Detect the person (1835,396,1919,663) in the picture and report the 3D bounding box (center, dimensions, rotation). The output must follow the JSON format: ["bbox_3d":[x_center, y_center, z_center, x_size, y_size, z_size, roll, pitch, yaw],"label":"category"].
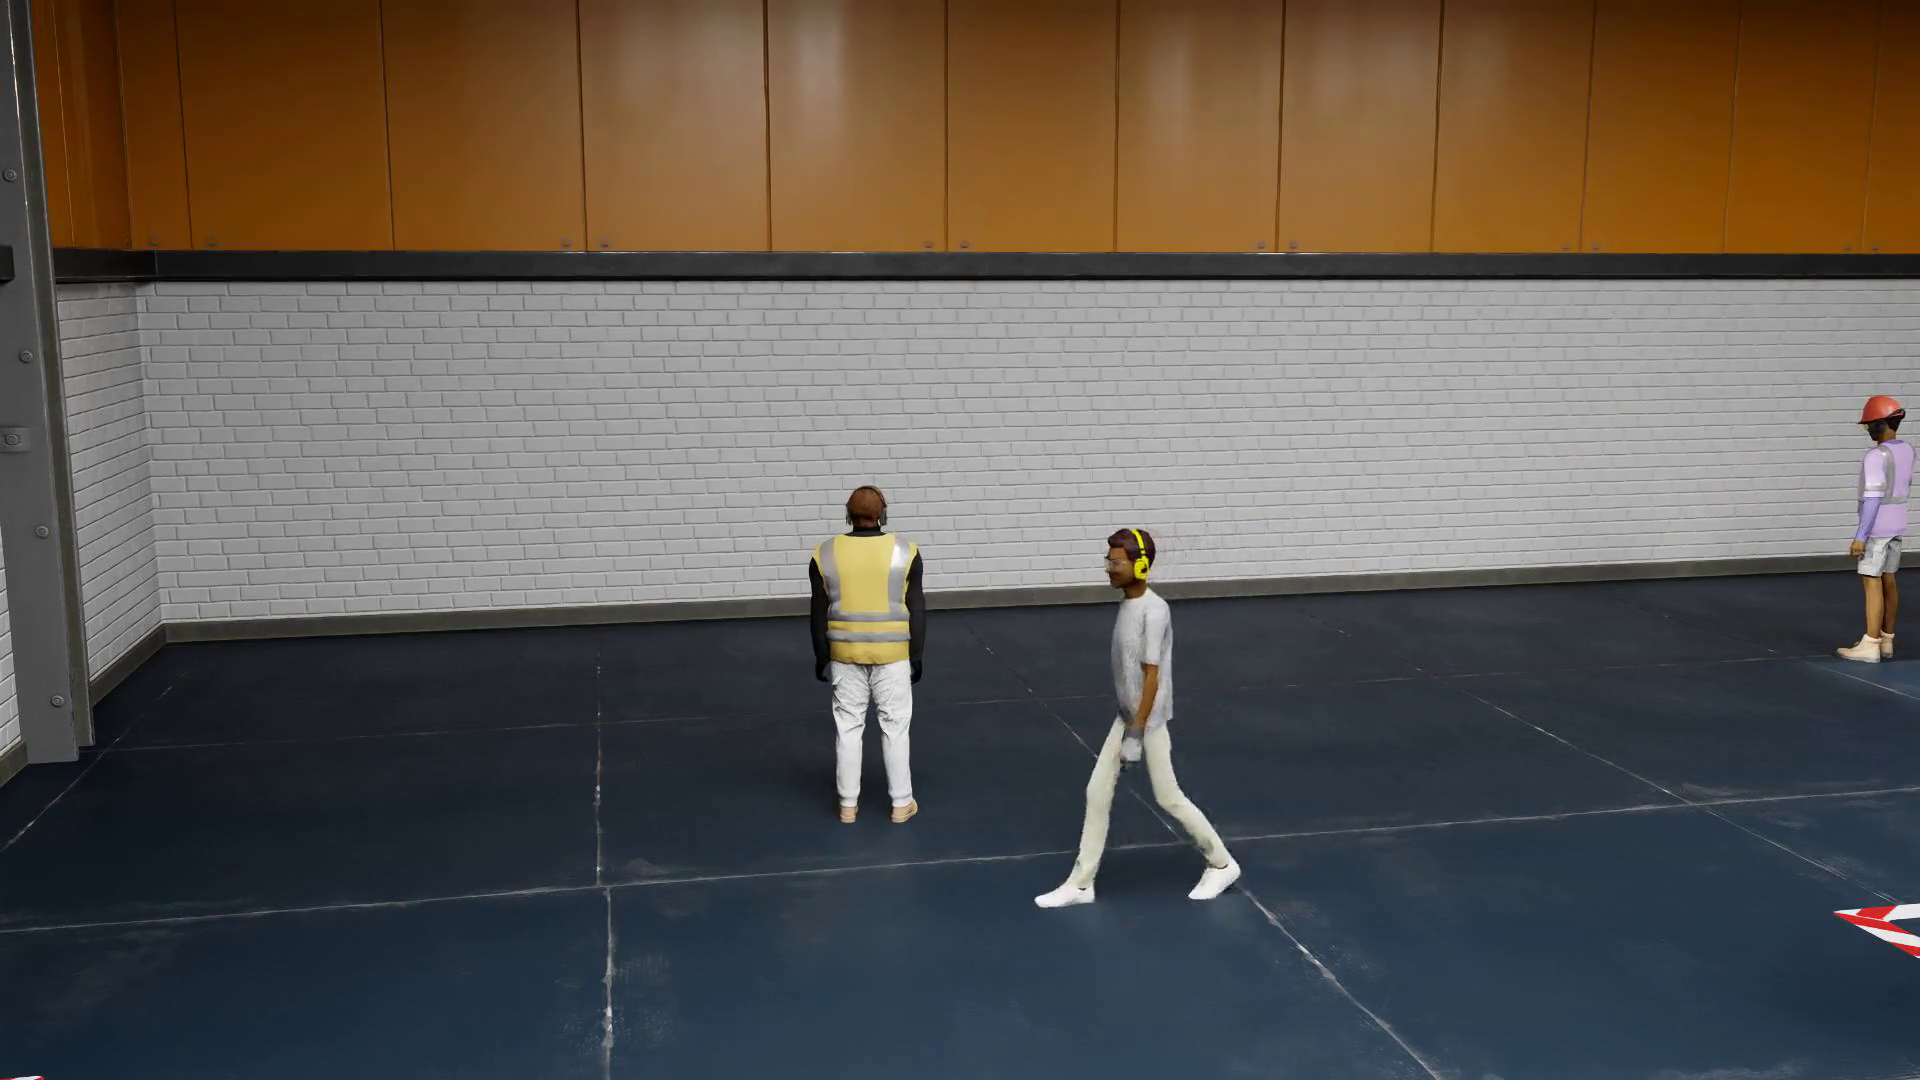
[{"bbox_3d":[6.991,-0.081,12.697,0.605,2.034,0.390,-7,12,-36],"label":"person"}]

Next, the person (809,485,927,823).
[{"bbox_3d":[-0.490,0.621,9.000,0.624,1.844,0.430,1,9,4],"label":"person"}]

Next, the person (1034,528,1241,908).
[{"bbox_3d":[0.892,0.836,7.774,0.990,1.824,0.532,-3,10,-16],"label":"person"}]
